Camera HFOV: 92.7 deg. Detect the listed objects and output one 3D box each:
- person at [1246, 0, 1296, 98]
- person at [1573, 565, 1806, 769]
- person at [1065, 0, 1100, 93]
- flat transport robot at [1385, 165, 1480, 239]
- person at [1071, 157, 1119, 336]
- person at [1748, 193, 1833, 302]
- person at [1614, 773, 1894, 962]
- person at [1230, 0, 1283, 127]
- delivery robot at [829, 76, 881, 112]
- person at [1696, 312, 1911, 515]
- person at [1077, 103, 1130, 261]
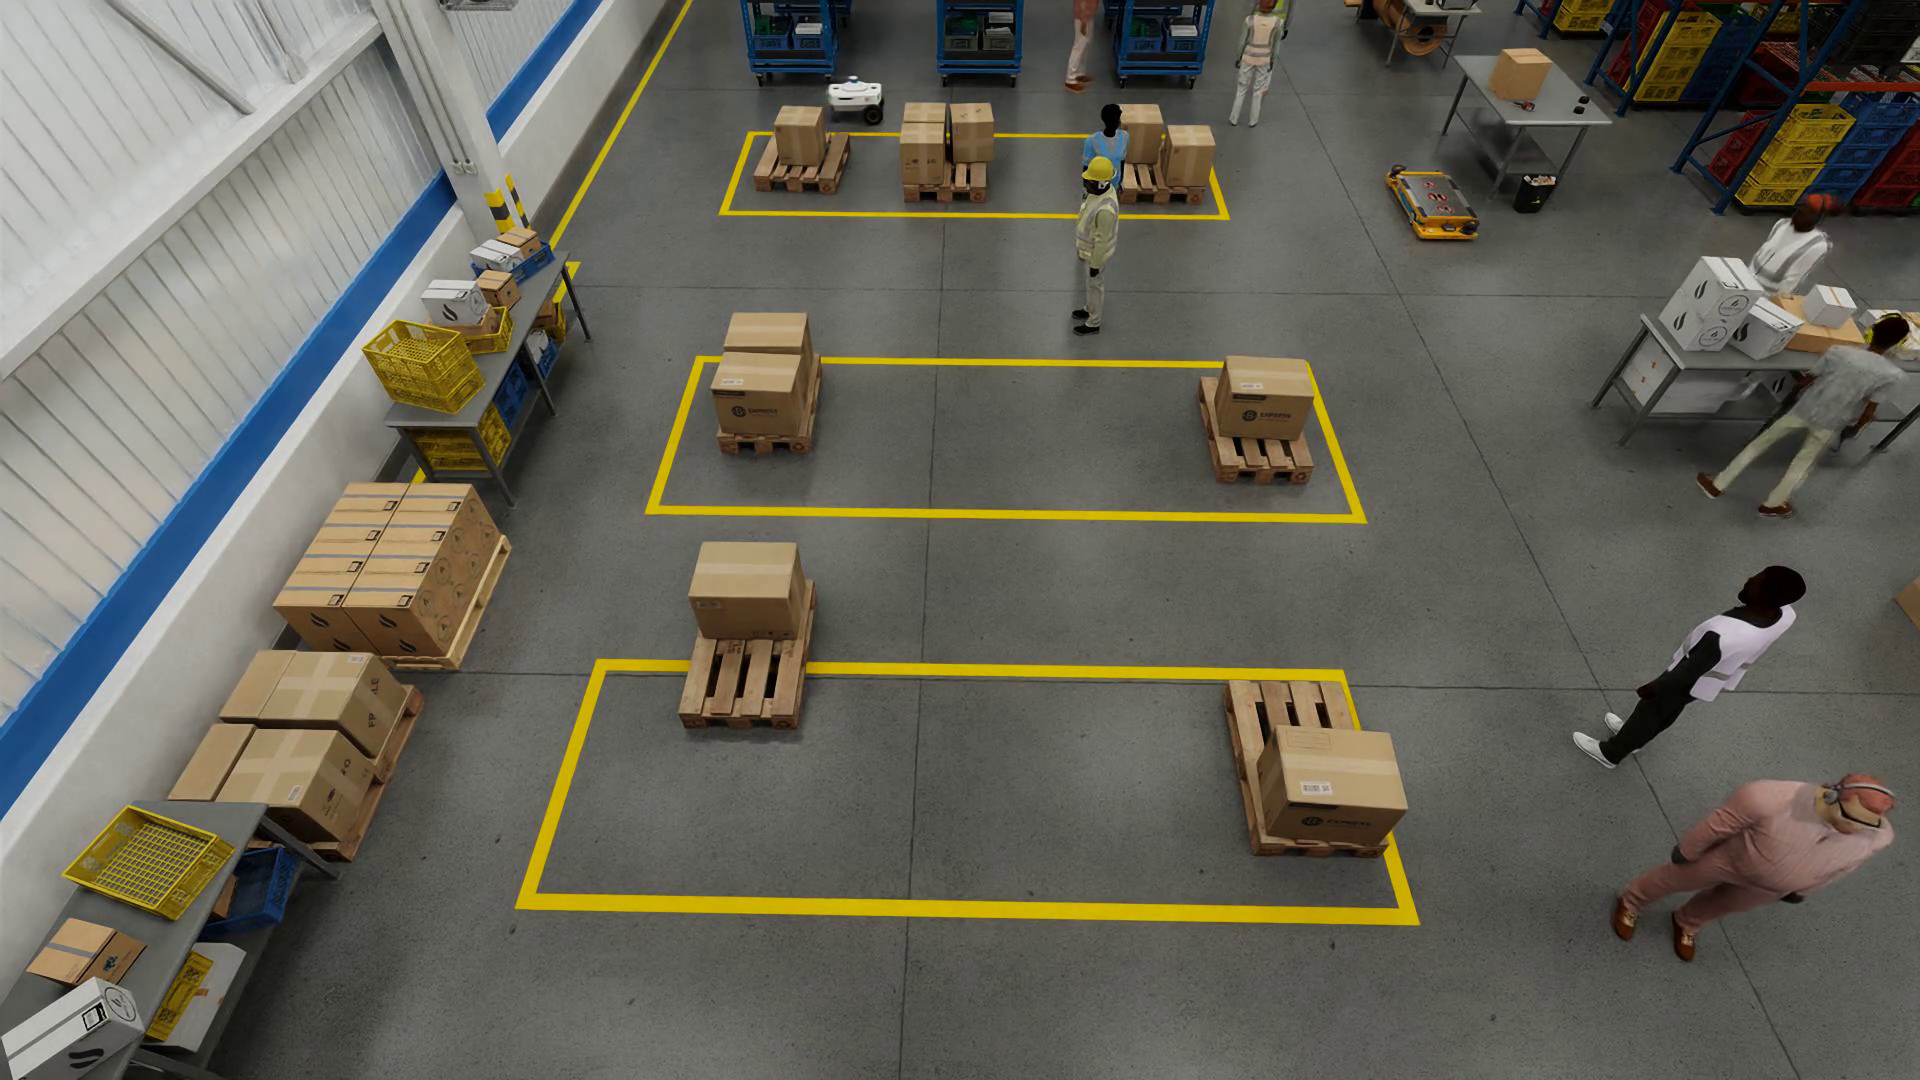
[{"bbox_3d":[4.229,-7.079,12.610,0.626,1.846,0.429,10,50,8],"label":"person"},{"bbox_3d":[4.559,0.836,5.710,0.590,1.919,0.392,-20,52,-16],"label":"person"},{"bbox_3d":[1.762,-7.281,12.693,0.398,1.983,0.622,16,51,14],"label":"person"},{"bbox_3d":[5.692,-4.094,11.059,0.652,0.197,1.431,1,49,1],"label":"flat transport robot"},{"bbox_3d":[1.314,-2.866,8.978,0.404,1.824,0.595,0,49,0],"label":"person"},{"bbox_3d":[7.467,-2.321,8.476,0.728,1.857,0.578,-5,49,-4],"label":"person"},{"bbox_3d":[4.235,1.757,4.929,0.657,1.901,0.396,17,51,14],"label":"person"},{"bbox_3d":[3.890,-6.297,12.074,0.530,1.634,0.315,10,50,8],"label":"person"},{"bbox_3d":[-1.432,-6.078,12.530,0.707,0.478,0.477,-1,49,-1],"label":"delivery robot"},{"bbox_3d":[6.801,-0.971,7.323,0.432,1.840,0.825,-36,58,-27],"label":"person"},{"bbox_3d":[1.543,-3.859,9.918,0.532,1.697,0.319,-16,51,-14],"label":"person"}]
